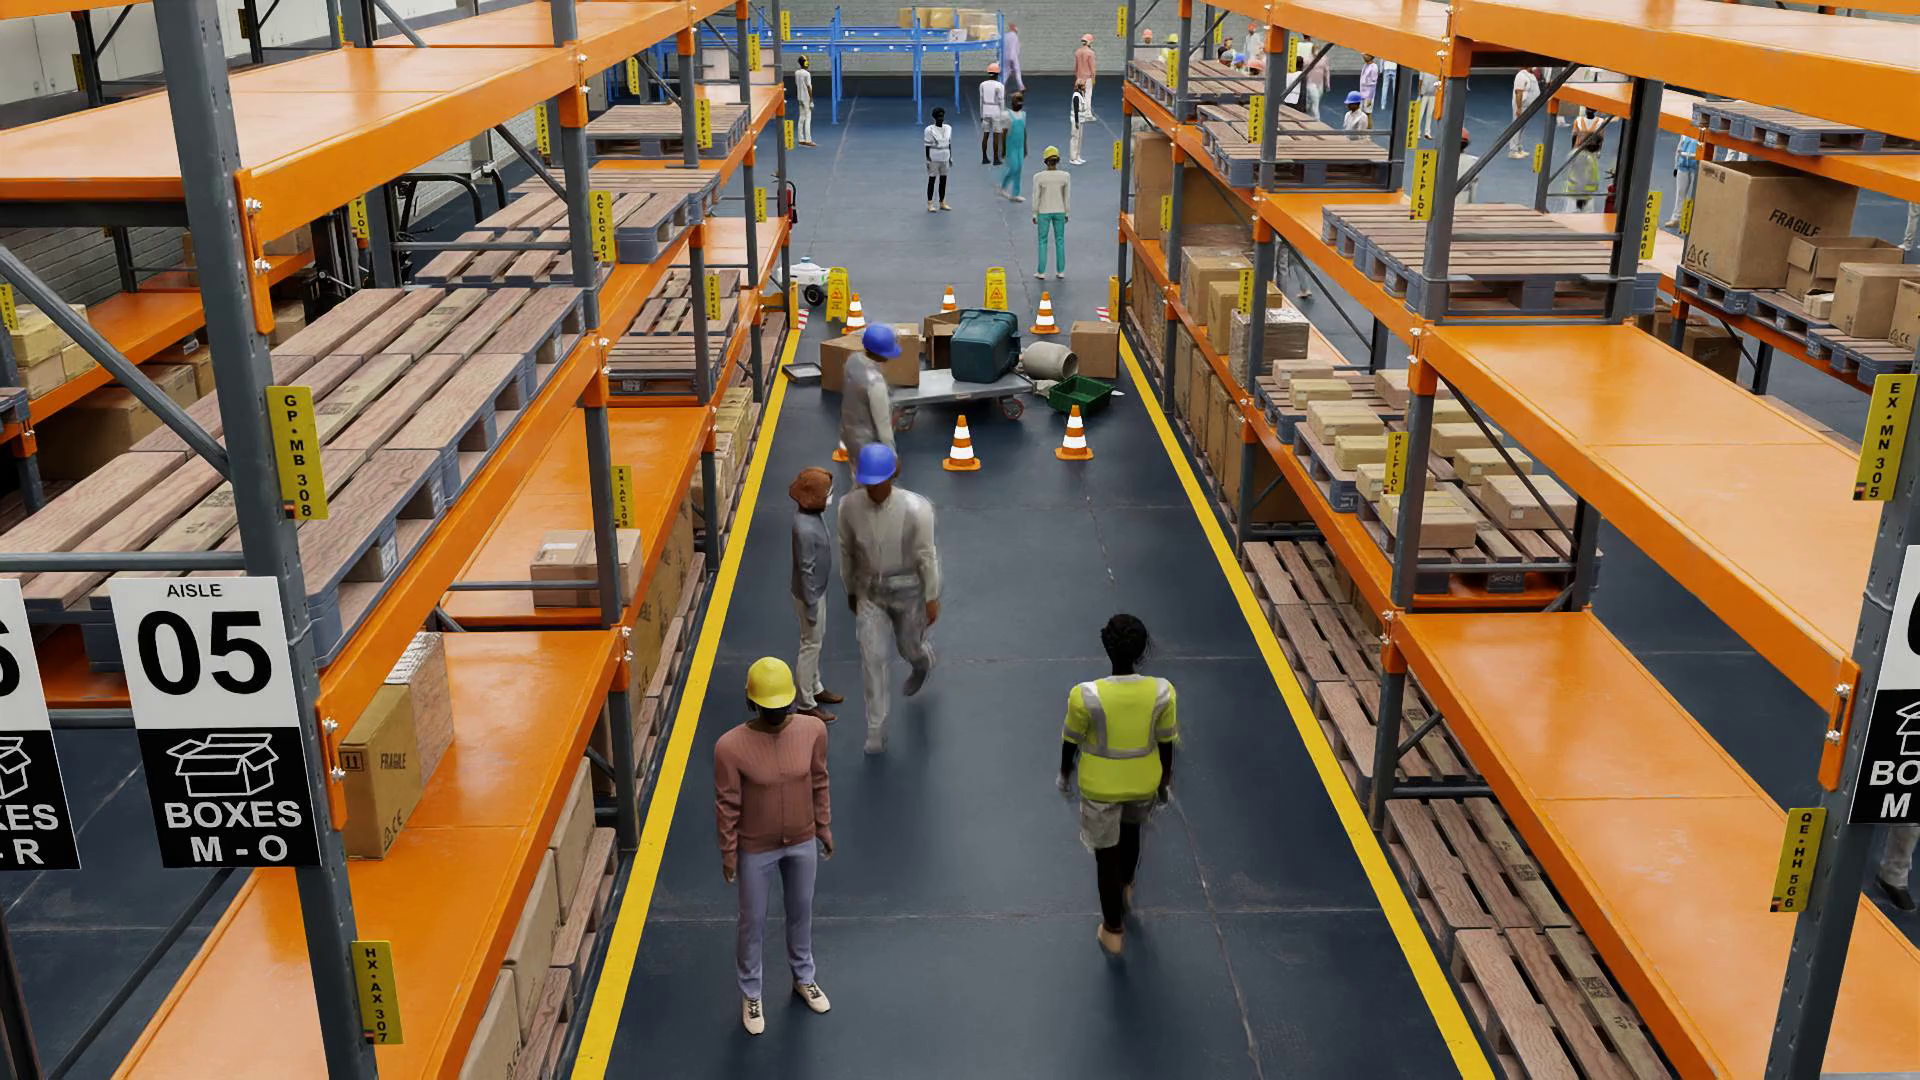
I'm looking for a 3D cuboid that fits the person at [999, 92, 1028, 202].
[{"bbox_3d":[0.929,-6.674,28.281,0.538,1.833,0.443,-19,28,-41],"label":"person"}]

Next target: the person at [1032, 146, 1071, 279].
[{"bbox_3d":[1.221,-4.400,22.380,0.528,1.759,0.343,-4,21,-11],"label":"person"}]

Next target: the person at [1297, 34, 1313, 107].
[{"bbox_3d":[8.616,-11.792,41.693,0.597,1.916,0.371,16,26,36],"label":"person"}]

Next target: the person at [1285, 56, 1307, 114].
[{"bbox_3d":[6.885,-8.981,34.263,0.397,1.920,0.587,-15,26,-35],"label":"person"}]

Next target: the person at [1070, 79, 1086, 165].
[{"bbox_3d":[2.317,-8.203,32.613,0.313,1.632,0.520,6,21,15],"label":"person"}]

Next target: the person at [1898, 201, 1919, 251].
[{"bbox_3d":[14.051,-5.091,24.240,0.486,1.738,0.320,1,21,3],"label":"person"}]

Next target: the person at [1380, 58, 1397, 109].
[{"bbox_3d":[10.816,-11.780,41.681,0.597,1.910,0.381,7,22,18],"label":"person"}]

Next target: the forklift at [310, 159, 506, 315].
[{"bbox_3d":[-5.622,-2.910,17.832,2.313,2.155,1.214,-1,21,-1],"label":"forklift"}]

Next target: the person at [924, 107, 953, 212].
[{"bbox_3d":[-0.346,-6.268,27.400,0.541,1.695,0.316,-15,25,-34],"label":"person"}]

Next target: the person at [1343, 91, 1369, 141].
[{"bbox_3d":[6.487,-6.429,27.491,0.421,1.939,0.607,-6,22,-16],"label":"person"}]

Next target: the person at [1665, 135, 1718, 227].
[{"bbox_3d":[11.405,-5.771,25.894,0.429,1.837,0.621,-17,26,-37],"label":"person"}]

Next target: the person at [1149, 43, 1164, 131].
[{"bbox_3d":[4.361,-10.209,37.495,0.377,1.932,0.632,15,25,35],"label":"person"}]

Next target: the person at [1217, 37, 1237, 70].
[{"bbox_3d":[6.457,-11.275,40.424,0.564,1.847,0.395,-11,24,-28],"label":"person"}]

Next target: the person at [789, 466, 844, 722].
[{"bbox_3d":[-0.879,0.324,10.078,0.295,1.622,0.511,0,21,1],"label":"person"}]

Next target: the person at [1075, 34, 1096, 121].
[{"bbox_3d":[2.976,-10.931,39.322,0.390,1.986,0.609,-19,28,-41],"label":"person"}]

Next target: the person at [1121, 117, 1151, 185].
[{"bbox_3d":[3.000,-6.678,28.438,0.495,1.729,0.323,3,21,7],"label":"person"}]

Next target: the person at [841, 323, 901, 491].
[{"bbox_3d":[-0.693,-0.707,12.432,0.400,1.898,0.708,-10,23,-25],"label":"person"}]

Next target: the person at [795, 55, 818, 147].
[{"bbox_3d":[-3.256,-9.251,35.038,0.328,1.877,0.512,-19,28,-40],"label":"person"}]

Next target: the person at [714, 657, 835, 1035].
[{"bbox_3d":[-0.796,1.317,7.255,0.533,1.768,0.310,-11,23,-26],"label":"person"}]

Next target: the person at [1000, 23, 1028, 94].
[{"bbox_3d":[1.458,-13.074,45.189,0.959,1.844,0.716,-11,23,-26],"label":"person"}]

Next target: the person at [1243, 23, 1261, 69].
[{"bbox_3d":[8.337,-13.914,47.603,0.918,1.701,0.588,-11,23,-26],"label":"person"}]

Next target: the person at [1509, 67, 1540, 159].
[{"bbox_3d":[11.367,-8.716,33.392,0.536,2.000,0.681,14,25,33],"label":"person"}]

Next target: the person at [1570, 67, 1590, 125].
[{"bbox_3d":[14.439,-10.474,38.621,0.294,1.623,0.507,11,23,27],"label":"person"}]

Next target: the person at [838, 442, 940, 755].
[{"bbox_3d":[-0.391,0.257,9.873,0.620,1.907,0.833,5,21,13],"label":"person"}]

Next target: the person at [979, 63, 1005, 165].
[{"bbox_3d":[0.642,-8.305,32.465,0.544,1.930,0.388,12,24,28],"label":"person"}]

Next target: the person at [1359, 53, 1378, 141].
[{"bbox_3d":[8.596,-9.406,35.208,0.367,2.048,0.607,-3,21,-9],"label":"person"}]

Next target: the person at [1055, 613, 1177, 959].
[{"bbox_3d":[0.715,1.110,7.940,0.538,1.670,0.739,-5,21,-14],"label":"person"}]

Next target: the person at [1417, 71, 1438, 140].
[{"bbox_3d":[10.143,-9.609,36.000,0.510,1.865,0.329,-5,21,-12],"label":"person"}]

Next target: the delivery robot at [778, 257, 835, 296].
[{"bbox_3d":[-1.954,-3.346,21.134,0.707,0.478,0.477,10,23,24],"label":"delivery robot"}]

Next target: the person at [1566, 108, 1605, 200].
[{"bbox_3d":[10.712,-6.666,28.448,0.536,1.699,0.321,9,23,23],"label":"person"}]

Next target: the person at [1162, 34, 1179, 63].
[{"bbox_3d":[5.158,-11.448,40.810,0.594,1.904,0.774,-14,25,-32],"label":"person"}]

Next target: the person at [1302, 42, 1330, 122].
[{"bbox_3d":[8.122,-10.491,38.288,0.643,1.900,0.908,-8,22,-20],"label":"person"}]
